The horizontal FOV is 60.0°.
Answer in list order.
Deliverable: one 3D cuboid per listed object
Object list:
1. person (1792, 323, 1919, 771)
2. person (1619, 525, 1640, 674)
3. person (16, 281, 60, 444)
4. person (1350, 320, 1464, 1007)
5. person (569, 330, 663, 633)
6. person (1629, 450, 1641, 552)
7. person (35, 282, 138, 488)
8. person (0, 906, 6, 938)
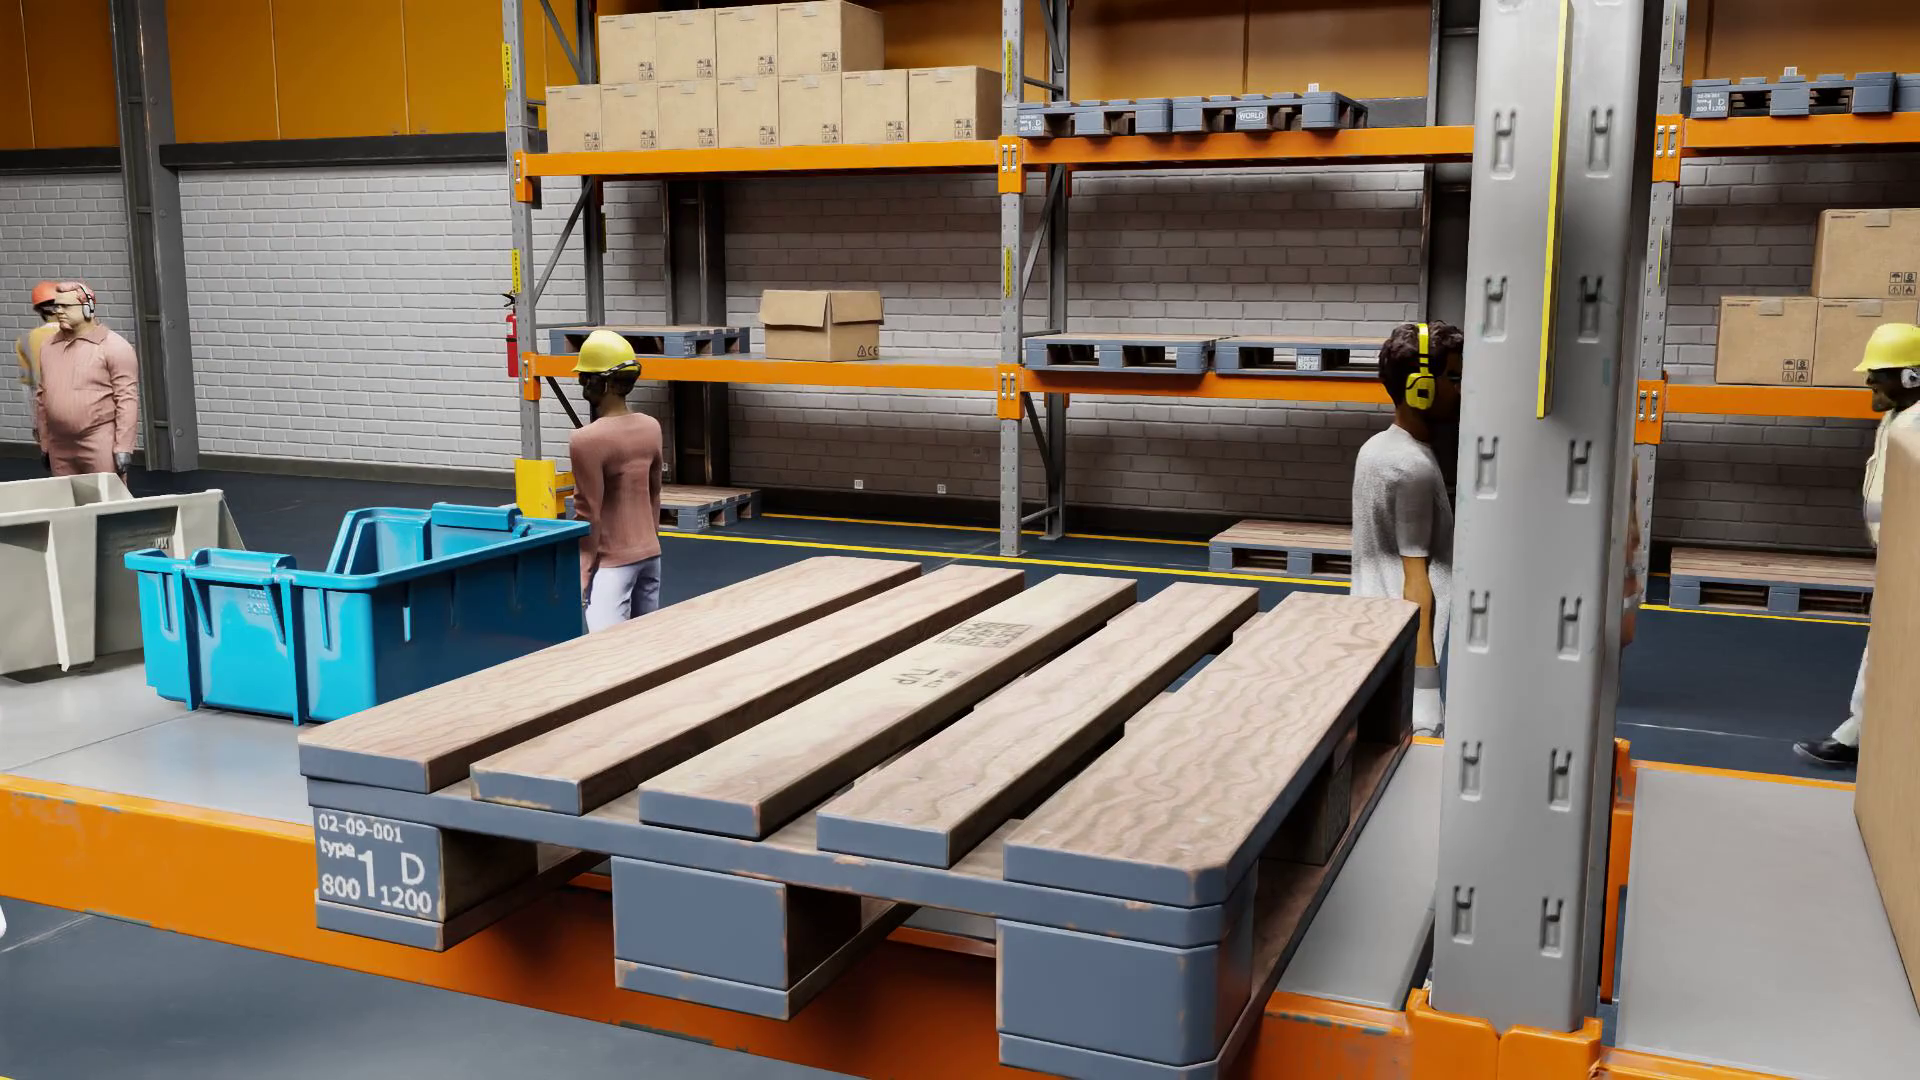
[{"bbox_3d":[3.730,0.044,6.610,0.797,1.782,0.610,3,10,16],"label":"person"},{"bbox_3d":[2.006,0.322,5.386,0.353,1.618,0.519,5,11,26],"label":"person"},{"bbox_3d":[-6.310,-0.865,11.715,0.582,1.885,0.593,-1,10,-8],"label":"person"},{"bbox_3d":[1.224,0.340,4.548,0.315,1.870,0.532,0,9,0],"label":"person"},{"bbox_3d":[-1.321,0.088,6.368,0.309,1.769,0.525,4,10,22],"label":"person"},{"bbox_3d":[2.870,-0.143,7.651,0.577,1.839,0.515,-7,12,-35],"label":"person"},{"bbox_3d":[-5.201,-0.569,9.885,0.643,1.909,0.410,2,10,12],"label":"person"},{"bbox_3d":[-3.058,0.402,4.883,0.507,1.632,0.268,-4,10,-22],"label":"person"}]
